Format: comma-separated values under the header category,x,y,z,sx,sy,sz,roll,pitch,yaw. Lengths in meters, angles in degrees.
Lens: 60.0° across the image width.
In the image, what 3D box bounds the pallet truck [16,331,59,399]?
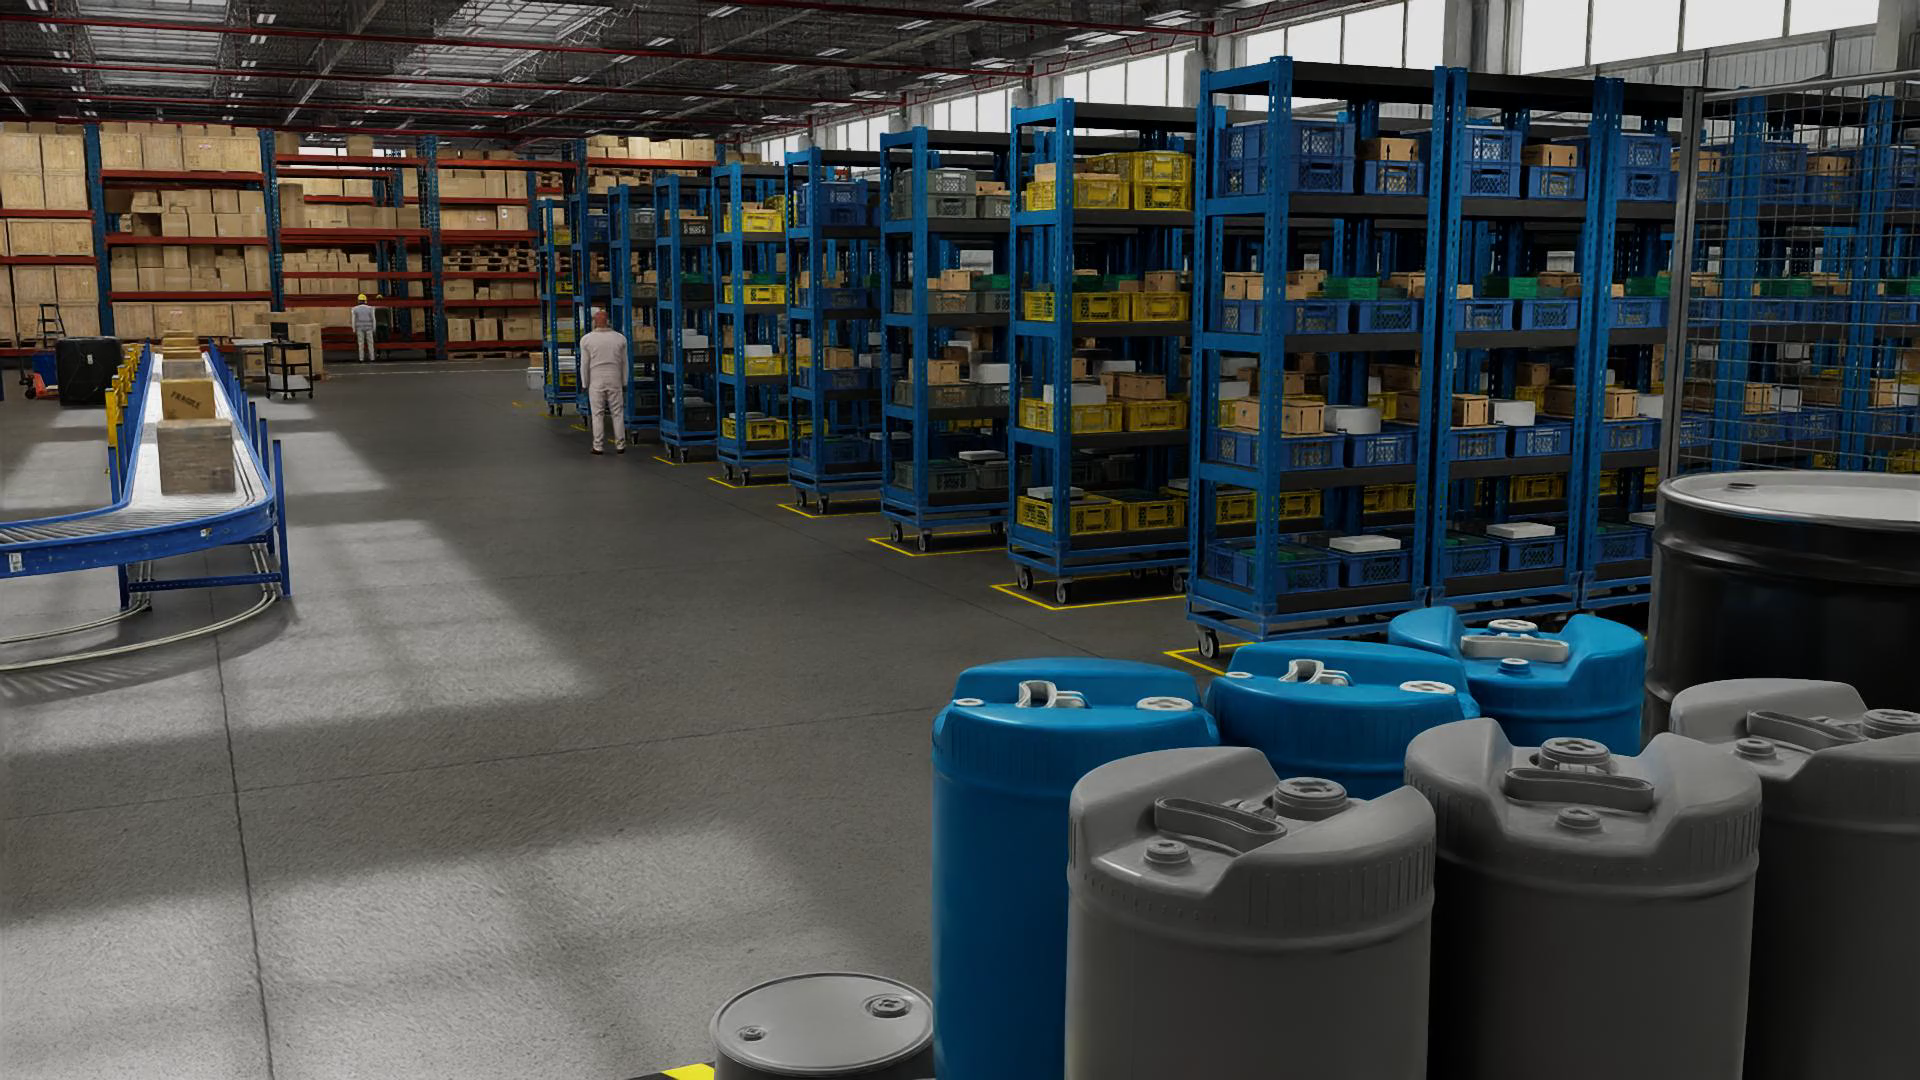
category,x,y,z,sx,sy,sz,roll,pitch,yaw
pallet truck,-17.082,-3.353,31.781,1.630,1.274,0.653,-4,10,-25

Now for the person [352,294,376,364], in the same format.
category,x,y,z,sx,sy,sz,roll,pitch,yaw
person,-15.684,-5.547,43.763,0.589,1.827,0.404,-4,10,-23

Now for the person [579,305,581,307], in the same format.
category,x,y,z,sx,sy,sz,roll,pitch,yaw
person,-11.892,-6.898,52.147,0.589,1.827,0.404,-4,10,-23

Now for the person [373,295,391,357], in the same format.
category,x,y,z,sx,sy,sz,roll,pitch,yaw
person,-16.368,-6.039,47.000,0.524,1.769,0.325,-4,10,-23

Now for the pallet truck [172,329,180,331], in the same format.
category,x,y,z,sx,sy,sz,roll,pitch,yaw
pallet truck,-17.275,-3.851,35.096,1.601,1.201,0.680,0,9,1

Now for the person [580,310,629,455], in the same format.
category,x,y,z,sx,sy,sz,roll,pitch,yaw
person,-4.703,-2.075,21.989,0.640,1.904,0.401,-4,10,-23
